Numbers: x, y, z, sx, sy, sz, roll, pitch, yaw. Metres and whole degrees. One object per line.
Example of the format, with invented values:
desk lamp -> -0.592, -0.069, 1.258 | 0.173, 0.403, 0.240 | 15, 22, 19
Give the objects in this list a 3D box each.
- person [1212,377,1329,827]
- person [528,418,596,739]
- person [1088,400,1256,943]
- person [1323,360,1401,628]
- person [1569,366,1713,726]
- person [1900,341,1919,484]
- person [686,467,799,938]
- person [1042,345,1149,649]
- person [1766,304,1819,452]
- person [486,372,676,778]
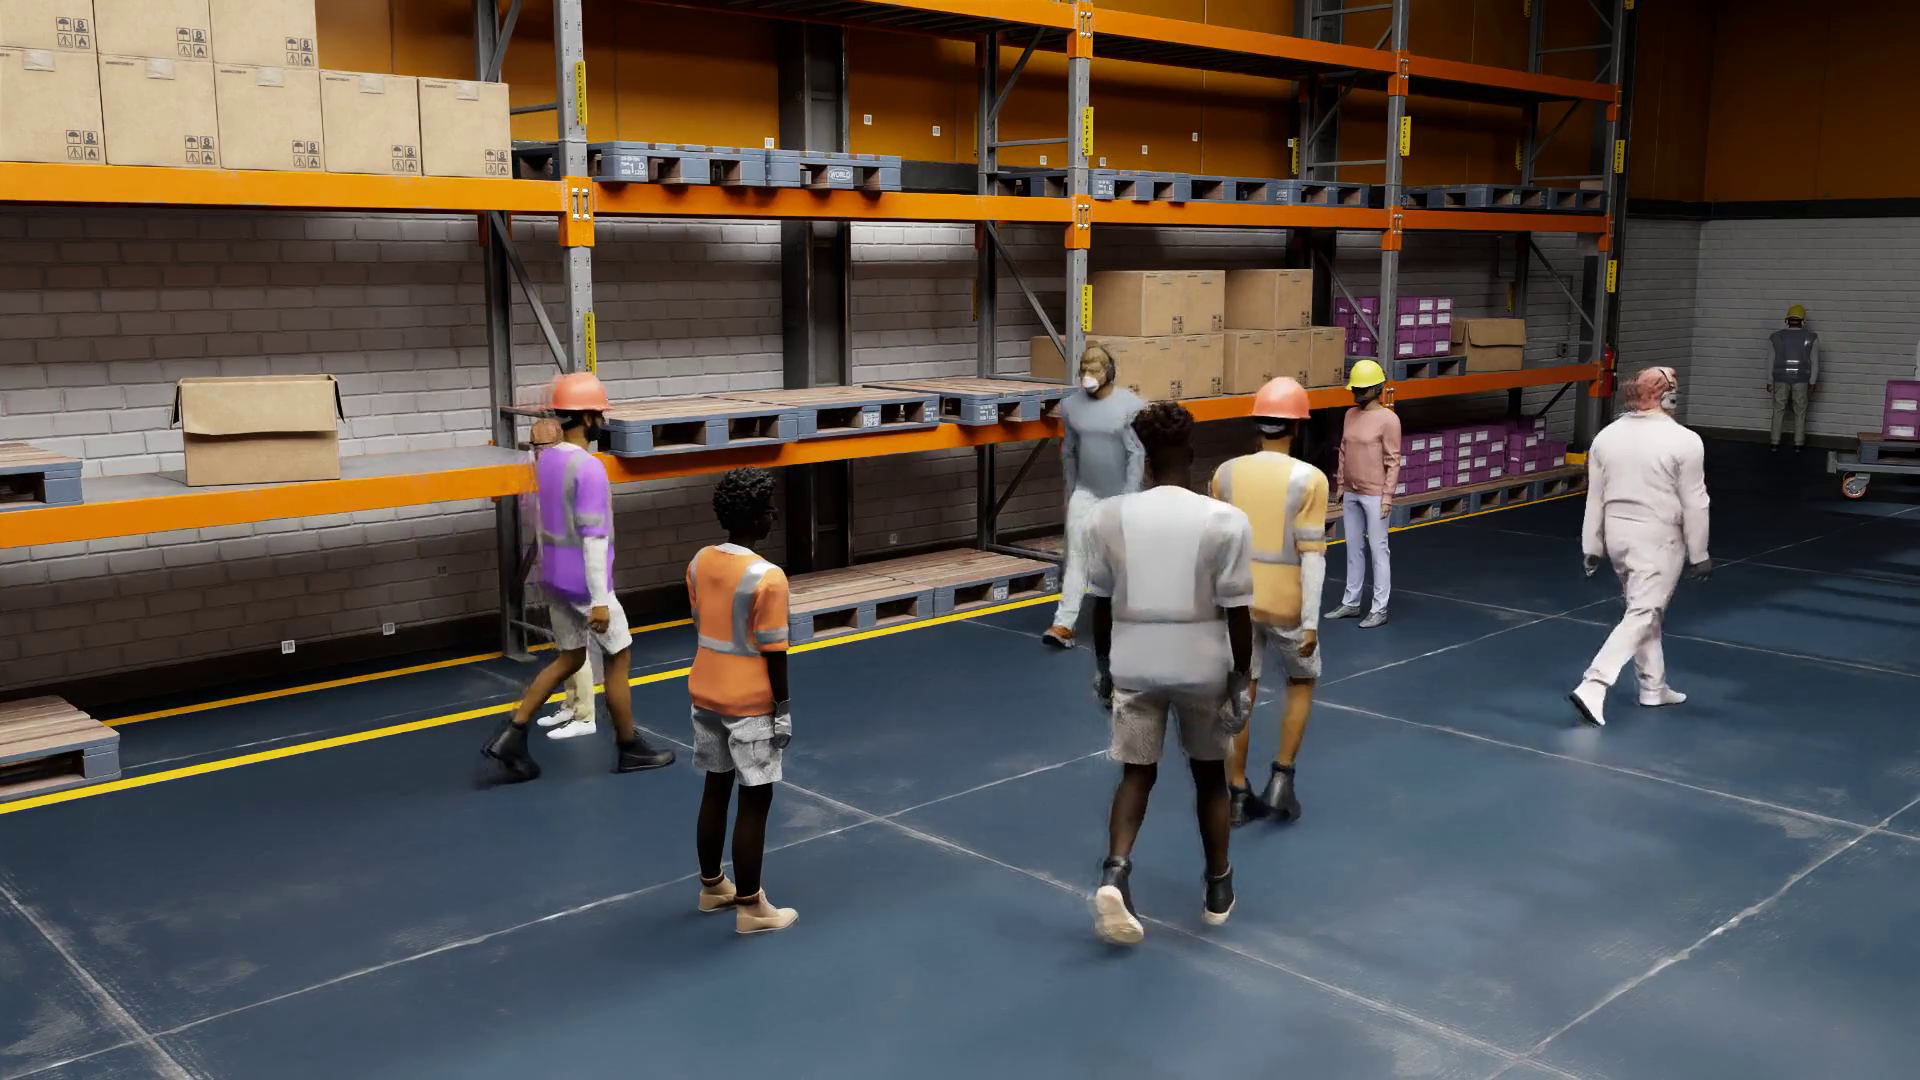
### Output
person -> 1.309, 0.274, 7.091 | 0.556, 1.918, 0.478 | 6, 12, 33
person -> -2.029, 0.190, 8.448 | 0.281, 1.625, 0.493 | -3, 10, -19
person -> 0.730, 0.475, 5.902 | 0.626, 1.930, 0.735 | 3, 10, 16
person -> 2.658, -0.303, 10.941 | 0.321, 1.761, 0.522 | -5, 11, -28
person -> 3.549, 0.028, 8.698 | 0.940, 1.870, 0.637 | -5, 11, -25
person -> 10.382, -1.533, 17.775 | 0.572, 1.883, 0.354 | -4, 10, -20
person -> -0.783, 0.577, 5.989 | 0.321, 1.689, 0.530 | -9, 13, -43
person -> 0.870, -0.264, 10.355 | 0.632, 1.875, 1.020 | 5, 11, 28
person -> 10.344, -2.005, 20.683 | 0.589, 1.833, 0.404 | 5, 11, 28
person -> -1.769, 0.180, 7.668 | 0.835, 1.913, 0.556 | -8, 12, -38
